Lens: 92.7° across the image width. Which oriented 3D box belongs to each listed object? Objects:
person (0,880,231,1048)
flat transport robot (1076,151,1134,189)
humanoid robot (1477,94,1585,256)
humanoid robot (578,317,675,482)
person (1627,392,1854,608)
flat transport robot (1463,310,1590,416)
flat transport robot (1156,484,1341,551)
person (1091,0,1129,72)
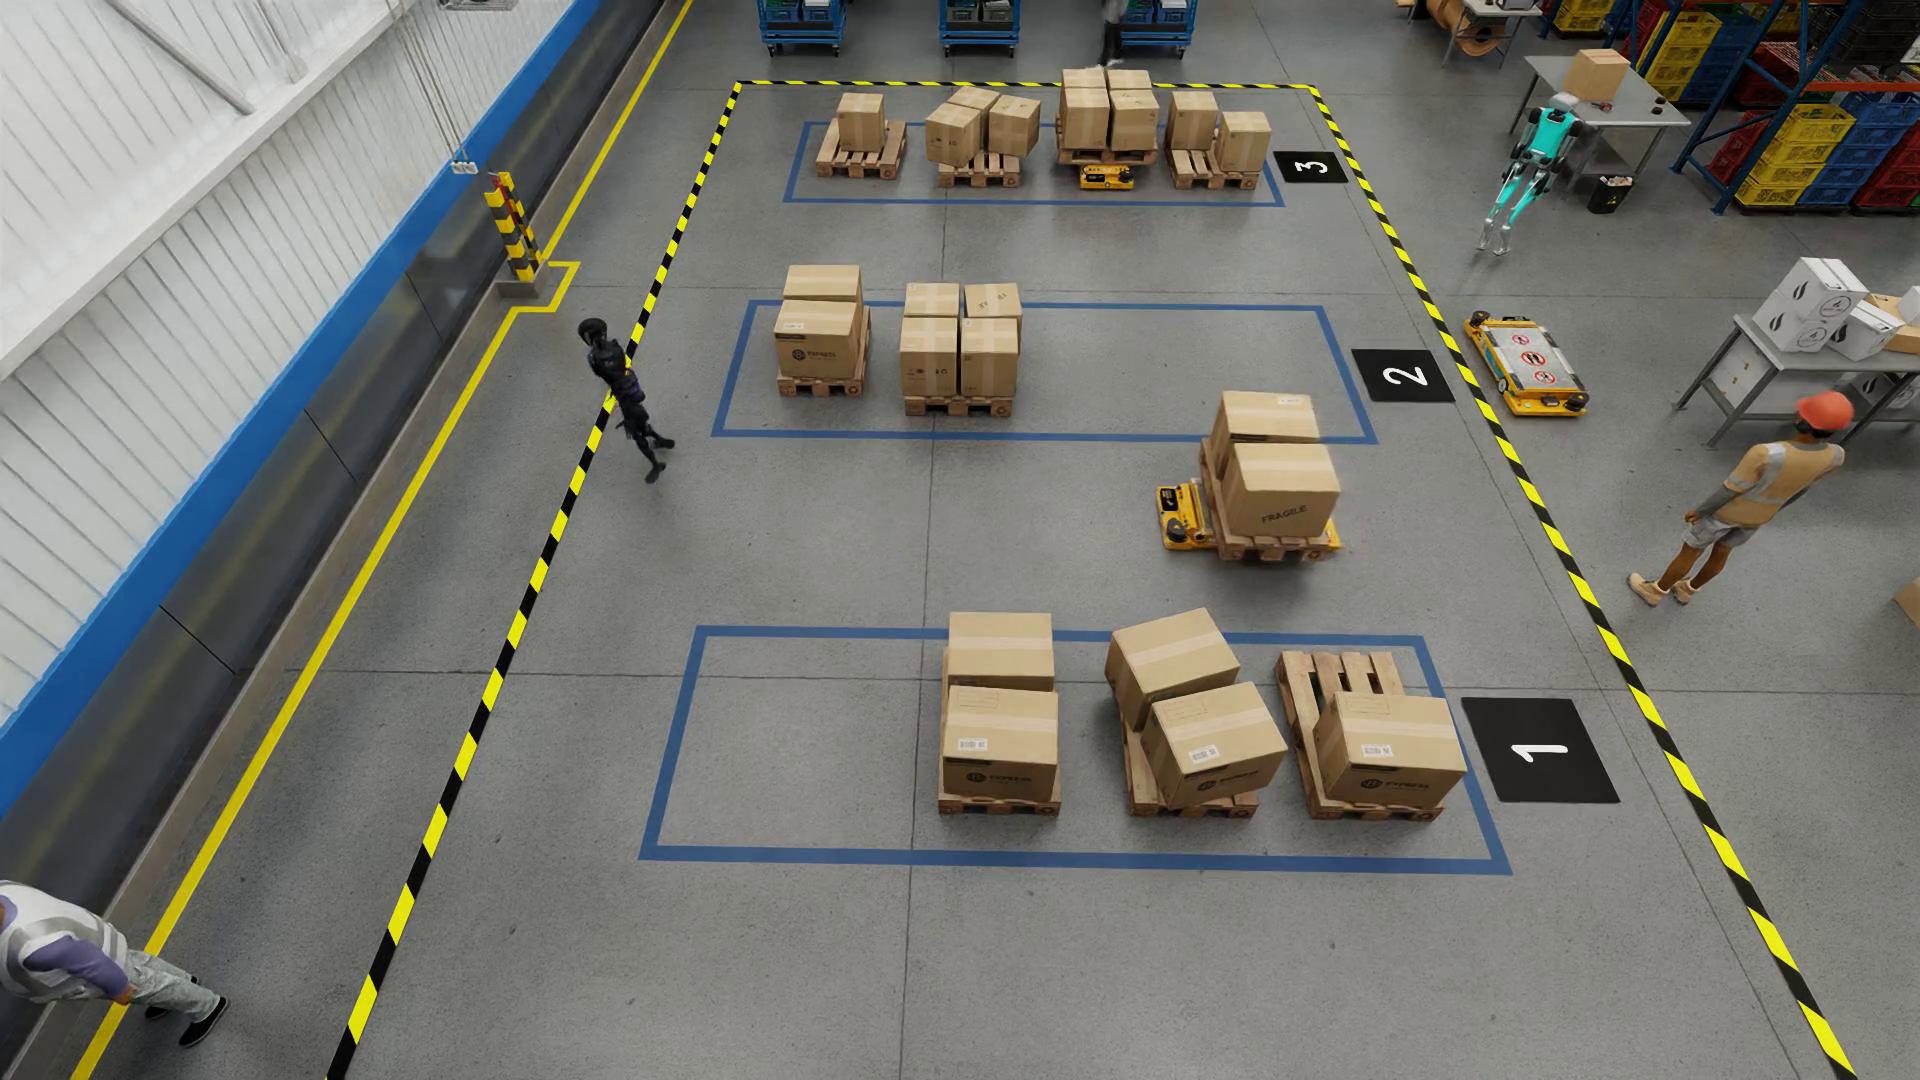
[{"bbox_3d":[-4.448,2.148,4.639,0.598,1.829,0.404,23,53,19],"label":"person"},{"bbox_3d":[1.845,-4.982,11.827,0.652,0.197,1.431,1,49,1],"label":"flat transport robot"},{"bbox_3d":[5.987,-3.821,9.784,0.735,1.673,0.533,-36,58,-27],"label":"humanoid robot"},{"bbox_3d":[-2.730,-1.199,7.642,0.453,1.648,0.611,-21,52,-17],"label":"humanoid robot"},{"bbox_3d":[5.579,-0.238,6.564,0.606,2.048,0.366,-1,49,-1],"label":"person"},{"bbox_3d":[5.573,-1.757,9.054,0.659,0.231,1.431,1,49,1],"label":"flat transport robot"},{"bbox_3d":[2.415,-0.224,7.709,1.431,0.197,0.652,1,49,1],"label":"flat transport robot"},{"bbox_3d":[2.202,-7.738,13.212,0.577,1.830,0.597,-11,50,-9],"label":"person"}]
